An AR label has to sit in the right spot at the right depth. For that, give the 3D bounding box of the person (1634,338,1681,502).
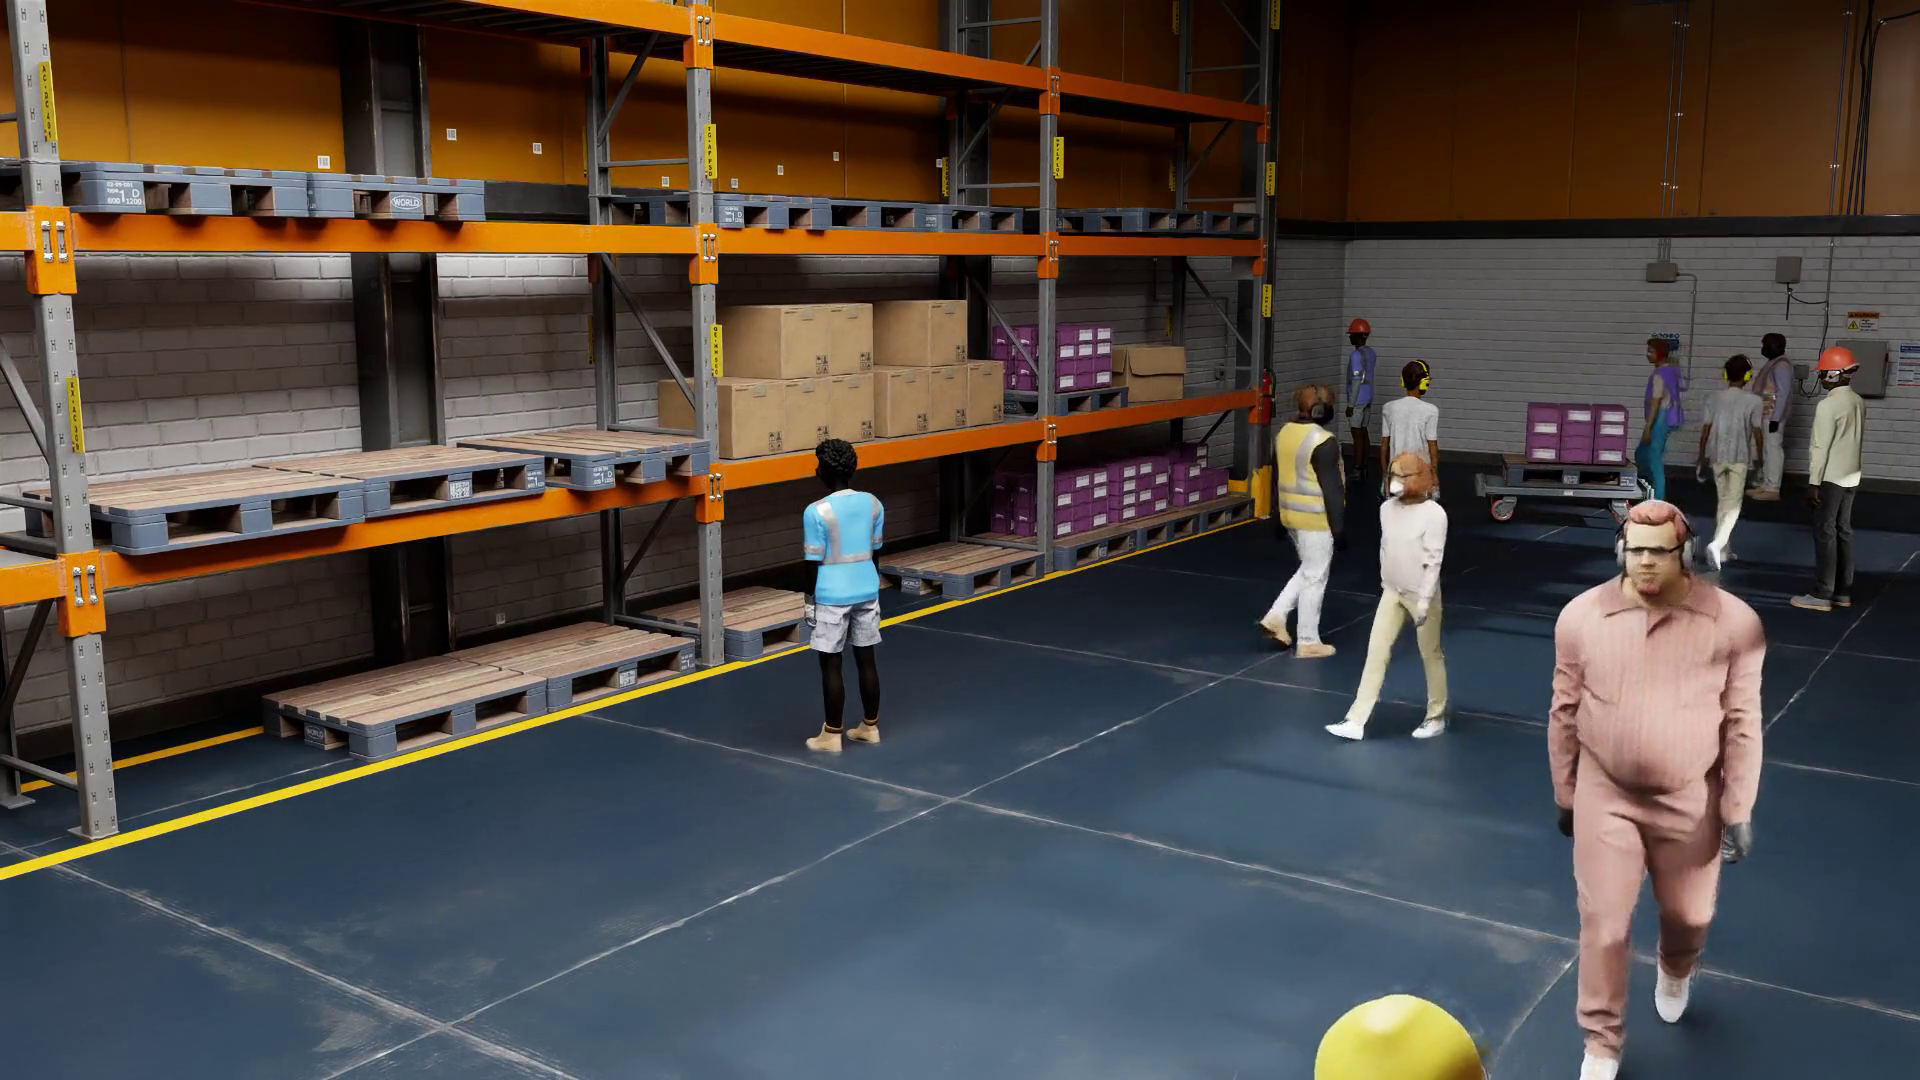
[{"bbox_3d":[7.270,-1.191,17.363,0.469,1.825,0.593,6,11,30],"label":"person"}]

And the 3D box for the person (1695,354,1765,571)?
[{"bbox_3d":[6.573,-0.665,14.222,0.527,1.843,0.872,9,13,43],"label":"person"}]

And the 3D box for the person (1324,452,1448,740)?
[{"bbox_3d":[2.374,0.326,9.001,0.820,1.592,0.513,-6,11,-32],"label":"person"}]

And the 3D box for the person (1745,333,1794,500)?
[{"bbox_3d":[8.929,-1.358,18.328,0.430,1.840,0.625,3,10,17],"label":"person"}]

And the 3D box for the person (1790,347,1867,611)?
[{"bbox_3d":[6.580,-0.461,12.570,0.608,1.987,0.404,-8,12,-39],"label":"person"}]

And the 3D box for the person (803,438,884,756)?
[{"bbox_3d":[-0.623,0.305,8.864,0.534,1.694,0.321,-9,13,-44],"label":"person"}]

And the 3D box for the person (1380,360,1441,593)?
[{"bbox_3d":[3.488,-0.456,12.861,0.515,1.872,0.328,9,13,44],"label":"person"}]

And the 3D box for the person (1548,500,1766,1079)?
[{"bbox_3d":[2.227,0.793,5.379,0.643,1.883,0.829,4,10,23],"label":"person"}]

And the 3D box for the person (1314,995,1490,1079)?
[{"bbox_3d":[0.589,1.396,2.233,0.534,1.736,0.821,8,13,41],"label":"person"}]

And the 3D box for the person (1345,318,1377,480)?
[{"bbox_3d":[4.768,-1.681,19.960,0.362,1.938,0.545,6,11,32],"label":"person"}]

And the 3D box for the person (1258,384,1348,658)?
[{"bbox_3d":[2.321,-0.116,10.965,0.438,1.828,0.629,-2,10,-14],"label":"person"}]
